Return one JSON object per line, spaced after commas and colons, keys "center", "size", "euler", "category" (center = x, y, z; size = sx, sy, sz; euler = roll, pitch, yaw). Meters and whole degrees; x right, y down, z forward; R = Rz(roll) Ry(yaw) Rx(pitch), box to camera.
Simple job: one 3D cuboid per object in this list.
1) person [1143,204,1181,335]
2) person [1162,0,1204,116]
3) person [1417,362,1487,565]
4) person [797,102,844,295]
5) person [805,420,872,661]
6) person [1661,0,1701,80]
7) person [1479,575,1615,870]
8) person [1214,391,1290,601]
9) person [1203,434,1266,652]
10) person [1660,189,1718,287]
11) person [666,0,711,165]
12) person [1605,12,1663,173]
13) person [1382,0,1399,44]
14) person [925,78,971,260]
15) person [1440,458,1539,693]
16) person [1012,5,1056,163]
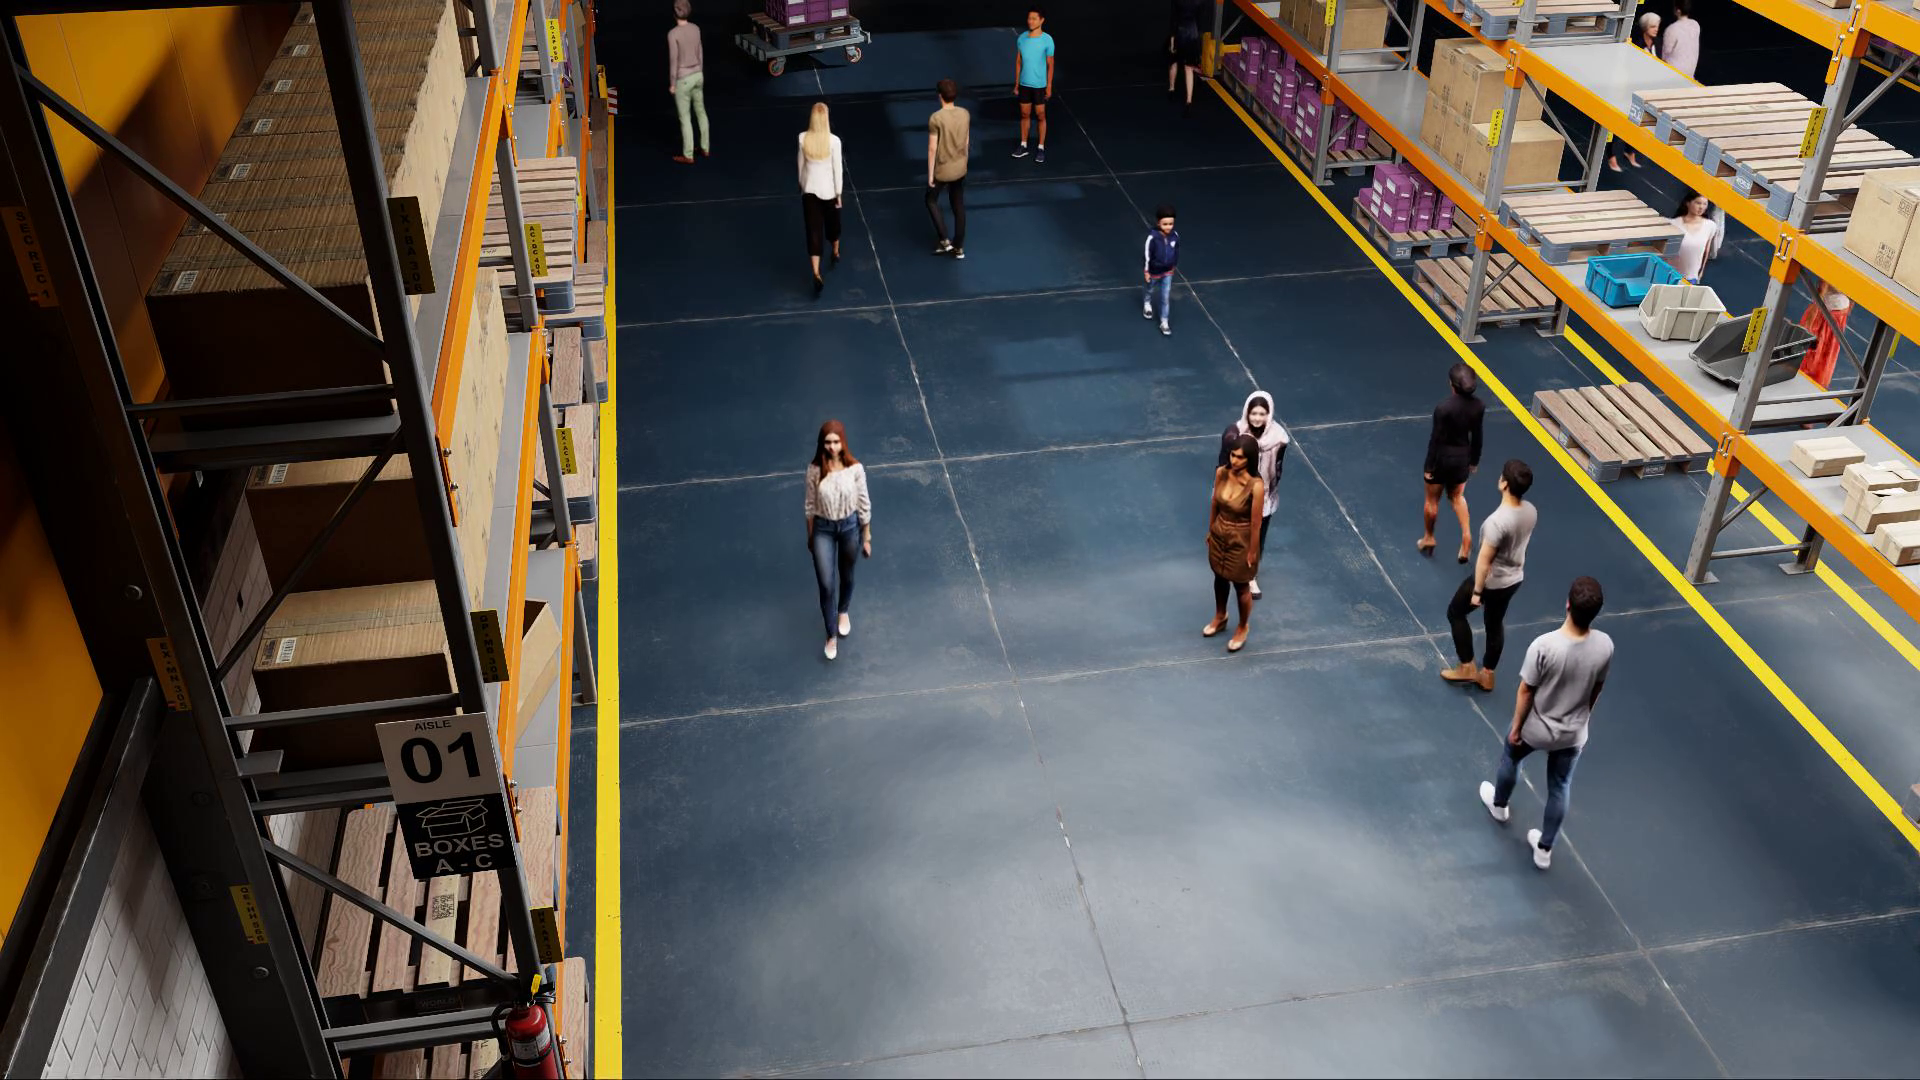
{"center": [1.864, -2.592, 15.661], "size": [0.533, 1.204, 0.854], "euler": [-4, 34, -6], "category": "person"}
{"center": [2.792, -6.068, 20.451], "size": [0.571, 1.691, 1.138], "euler": [-6, 34, -9], "category": "person"}
{"center": [3.602, -0.498, 12.132], "size": [0.596, 1.624, 0.814], "euler": [-7, 34, -11], "category": "person"}
{"center": [-1.376, -3.281, 16.151], "size": [0.855, 1.810, 1.222], "euler": [4, 34, 6], "category": "person"}
{"center": [-0.849, -0.101, 11.452], "size": [0.621, 1.715, 0.811], "euler": [-4, 34, -5], "category": "person"}
{"center": [8.461, -5.501, 19.587], "size": [0.688, 1.703, 1.004], "euler": [-6, 34, -9], "category": "person"}
{"center": [3.423, 1.096, 9.518], "size": [0.767, 1.862, 0.970], "euler": [-1, 34, -2], "category": "person"}
{"center": [2.057, -0.410, 12.017], "size": [0.746, 1.603, 1.027], "euler": [2, 34, 3], "category": "person"}
{"center": [1.870, 0.012, 11.311], "size": [0.705, 1.684, 0.608], "euler": [-26, 42, -34], "category": "person"}
{"center": [6.402, -2.369, 14.934], "size": [0.910, 1.638, 1.218], "euler": [7, 34, 10], "category": "person"}
{"center": [-3.115, -5.272, 19.088], "size": [0.834, 1.874, 0.782], "euler": [23, 40, 30], "category": "person"}
{"center": [7.432, -4.917, 18.182], "size": [0.789, 1.775, 0.662], "euler": [-12, 36, -18], "category": "person"}
{"center": [5.751, -7.097, 22.397], "size": [0.639, 1.251, 0.552], "euler": [11, 35, 15], "category": "person"}
{"center": [-0.069, -3.698, 16.751], "size": [0.768, 1.840, 0.763], "euler": [-18, 38, -25], "category": "person"}
{"center": [3.564, 0.290, 10.871], "size": [0.715, 1.707, 0.726], "euler": [-20, 38, -27], "category": "person"}
{"center": [0.856, -5.264, 19.164], "size": [0.693, 1.777, 0.729], "euler": [17, 37, 24], "category": "person"}
